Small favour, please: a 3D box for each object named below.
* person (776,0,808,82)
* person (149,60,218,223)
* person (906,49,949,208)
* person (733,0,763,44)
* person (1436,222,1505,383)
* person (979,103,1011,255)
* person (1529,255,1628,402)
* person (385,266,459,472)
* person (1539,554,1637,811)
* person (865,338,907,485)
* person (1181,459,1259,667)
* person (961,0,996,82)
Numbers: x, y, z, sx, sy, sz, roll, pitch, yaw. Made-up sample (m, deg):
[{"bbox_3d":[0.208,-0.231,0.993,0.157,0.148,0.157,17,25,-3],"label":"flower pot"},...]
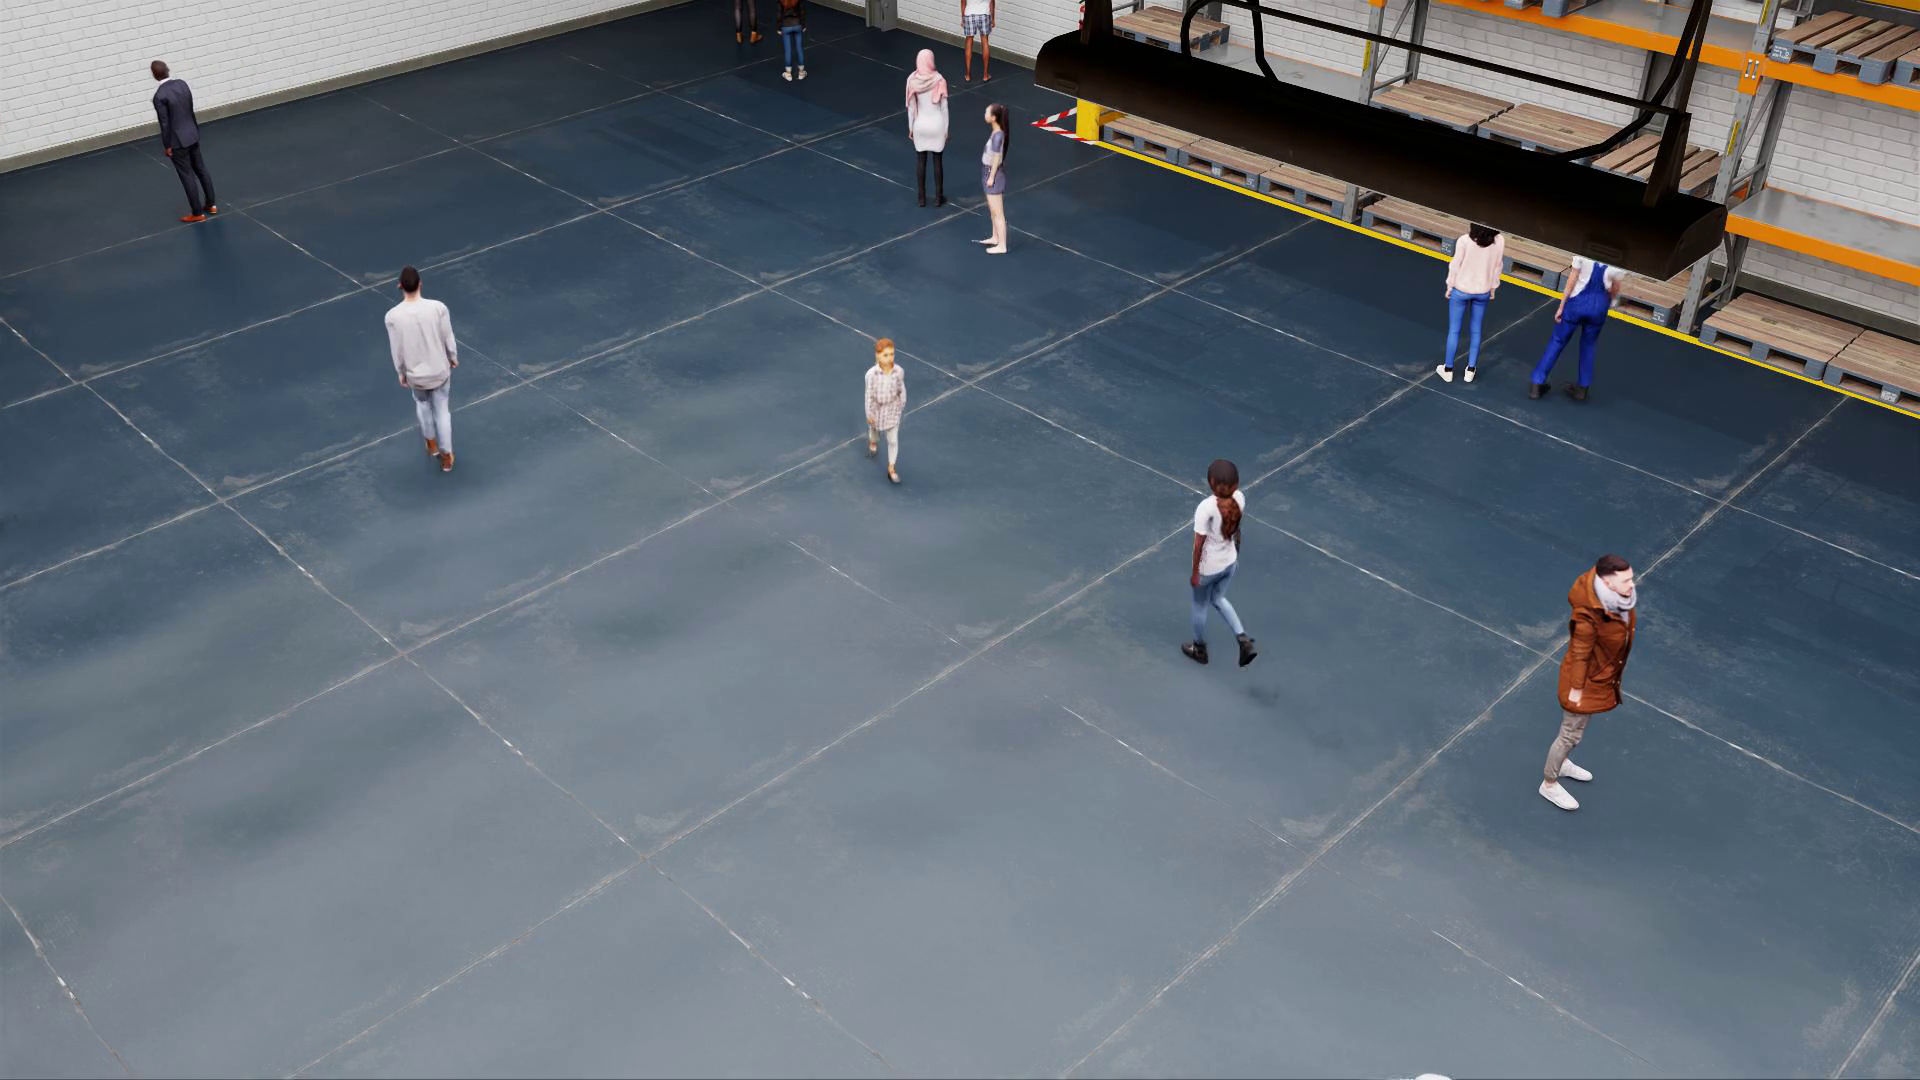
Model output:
[{"bbox_3d":[-2.315,-7.083,22.874,0.638,1.484,0.654,-9,35,-14],"label":"person"},{"bbox_3d":[-8.726,-4.486,18.659,0.764,1.823,0.779,11,35,15],"label":"person"},{"bbox_3d":[-0.356,-4.702,19.003,0.711,1.803,0.792,4,34,5],"label":"person"},{"bbox_3d":[-3.163,-8.137,24.249,0.675,1.716,0.772,6,34,9],"label":"person"},{"bbox_3d":[4.737,-2.297,15.416,0.712,1.768,0.783,1,34,2],"label":"person"},{"bbox_3d":[0.415,-3.901,17.936,0.733,1.650,0.692,4,34,6],"label":"person"},{"bbox_3d":[5.684,-2.022,14.977,0.769,1.797,0.927,5,34,7],"label":"person"},{"bbox_3d":[-4.487,-1.407,14.031,0.852,1.819,0.917,-9,35,-13],"label":"person"},{"bbox_3d":[3.992,0.869,10.590,0.778,1.838,0.773,20,38,27],"label":"person"},{"bbox_3d":[-0.662,-1.142,14.101,0.746,1.300,0.892,-10,35,-15],"label":"person"},{"bbox_3d":[1.848,0.218,11.684,0.646,1.711,0.883,-23,40,-31],"label":"person"},{"bbox_3d":[0.237,-7.171,22.780,0.679,1.734,0.762,3,34,5],"label":"person"}]
